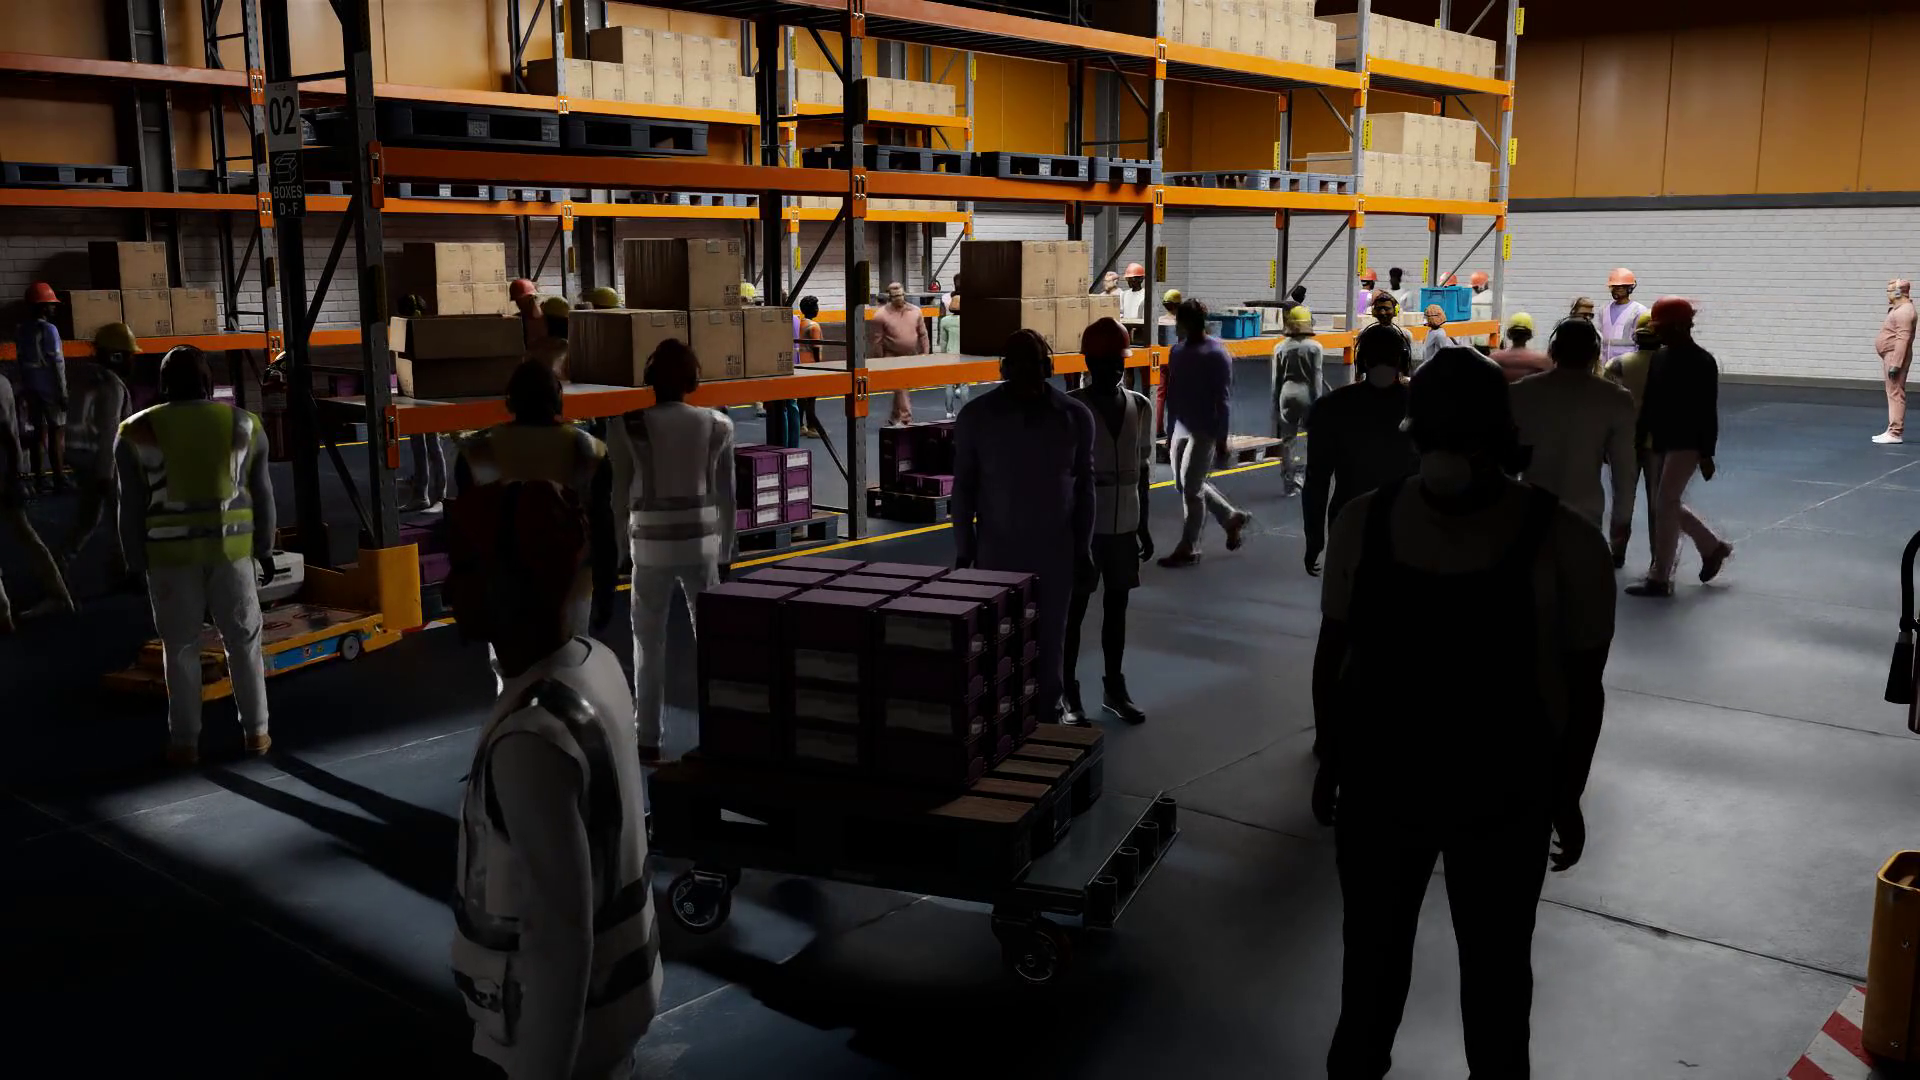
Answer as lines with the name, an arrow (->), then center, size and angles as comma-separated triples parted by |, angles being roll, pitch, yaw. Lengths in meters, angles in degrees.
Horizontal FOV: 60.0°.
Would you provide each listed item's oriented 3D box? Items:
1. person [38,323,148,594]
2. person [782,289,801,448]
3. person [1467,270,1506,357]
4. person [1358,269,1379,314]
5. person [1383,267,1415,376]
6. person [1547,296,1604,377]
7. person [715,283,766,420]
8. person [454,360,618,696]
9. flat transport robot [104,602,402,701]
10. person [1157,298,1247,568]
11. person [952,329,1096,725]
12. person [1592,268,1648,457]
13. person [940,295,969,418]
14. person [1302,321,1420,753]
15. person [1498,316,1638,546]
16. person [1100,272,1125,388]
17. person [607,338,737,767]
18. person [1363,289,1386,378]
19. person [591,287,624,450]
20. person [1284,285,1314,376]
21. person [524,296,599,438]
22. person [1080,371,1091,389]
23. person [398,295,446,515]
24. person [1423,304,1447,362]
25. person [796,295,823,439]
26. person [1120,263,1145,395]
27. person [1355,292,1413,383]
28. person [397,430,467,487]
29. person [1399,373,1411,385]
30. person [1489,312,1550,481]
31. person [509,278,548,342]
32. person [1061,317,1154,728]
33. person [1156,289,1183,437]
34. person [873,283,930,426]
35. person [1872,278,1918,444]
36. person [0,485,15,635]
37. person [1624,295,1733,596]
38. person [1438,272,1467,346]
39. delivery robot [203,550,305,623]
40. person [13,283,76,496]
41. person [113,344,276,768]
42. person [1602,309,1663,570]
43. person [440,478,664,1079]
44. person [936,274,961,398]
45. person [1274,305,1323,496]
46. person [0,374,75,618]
person -> -5.635, -0.508, 10.776 | 0.603, 1.780, 0.726 | 9, 13, 40
person -> -1.892, -1.761, 17.700 | 0.388, 1.842, 0.564 | 5, 11, 27
person -> 7.338, -2.762, 23.085 | 0.652, 1.951, 0.692 | -3, 10, -14
person -> 6.220, -3.175, 25.476 | 0.360, 1.936, 0.552 | -7, 12, -35
person -> 7.102, -3.492, 27.261 | 0.633, 1.944, 0.425 | 9, 14, 43
person -> 5.646, -1.343, 15.413 | 0.519, 1.824, 0.575 | -1, 10, -6
person -> -2.813, -2.440, 21.672 | 0.811, 1.808, 0.593 | -4, 11, -21
person -> -1.682, 0.191, 6.662 | 0.623, 1.817, 0.761 | -3, 10, -16
flat transport robot -> -3.739, 0.570, 8.895 | 0.652, 0.197, 1.431 | 4, 11, 22
person -> 1.759, -0.767, 11.865 | 0.756, 1.917, 0.631 | -5, 11, -27
person -> 0.288, 0.028, 7.330 | 0.644, 1.907, 0.400 | -1, 10, -5
person -> 6.995, -1.865, 17.722 | 0.371, 2.044, 0.608 | -6, 12, -33
person -> -0.022, -2.420, 22.040 | 0.499, 1.634, 0.279 | 5, 11, 25
person -> 1.835, 0.003, 7.383 | 0.635, 1.937, 0.354 | 1, 10, 5
person -> 3.063, -0.159, 8.357 | 0.655, 1.914, 0.801 | 6, 12, 32
person -> 2.226, -3.011, 24.686 | 0.447, 1.909, 0.674 | -9, 13, -41
person -> -1.236, 0.078, 7.181 | 0.632, 1.878, 0.436 | -5, 11, -27
person -> 6.250, -2.930, 24.939 | 0.307, 1.637, 0.525 | -7, 12, -36
person -> -3.103, -1.271, 14.698 | 0.456, 1.909, 0.618 | -10, 14, -44
person -> 5.073, -2.975, 25.028 | 0.538, 1.696, 0.317 | 7, 12, 35
person -> -3.222, -1.002, 13.302 | 0.617, 1.873, 1.011 | 6, 12, 32
person -> 1.687, -2.558, 22.953 | 0.518, 1.592, 0.893 | -1, 10, -4
person -> -4.580, -1.146, 14.135 | 0.517, 1.865, 0.334 | 7, 12, 35
person -> 5.327, -1.830, 18.716 | 0.286, 1.629, 0.497 | 0, 10, 0
person -> -1.804, -2.057, 19.796 | 0.321, 1.696, 0.536 | -6, 12, -32
person -> 2.412, -2.792, 22.998 | 0.379, 2.041, 0.616 | -9, 14, -43
person -> 3.751, -1.267, 14.803 | 0.520, 1.873, 0.328 | 3, 11, 19
person -> -4.843, -1.256, 15.555 | 0.878, 1.586, 0.513 | -2, 10, -11
person -> 3.052, -0.613, 11.875 | 0.532, 1.604, 0.824 | 7, 12, 36
person -> 4.717, -1.068, 14.119 | 0.526, 1.722, 0.924 | 6, 11, 30
person -> -4.158, -1.562, 16.219 | 0.611, 1.956, 0.554 | 0, 10, -1
person -> 0.675, -0.078, 7.843 | 0.551, 1.937, 0.357 | -4, 11, -23
person -> 2.515, -2.084, 19.746 | 0.522, 1.772, 0.303 | 9, 14, 43
person -> -0.741, -2.222, 20.341 | 0.643, 1.847, 1.030 | -5, 11, -27
person -> 10.803, -2.063, 19.245 | 0.401, 1.904, 0.649 | 6, 11, 29
person -> -5.946, -0.340, 9.785 | 0.996, 1.788, 0.614 | 4, 11, 21
person -> 4.762, -0.622, 10.885 | 0.791, 1.959, 0.632 | -1, 10, -7
person -> 6.667, -2.696, 22.785 | 0.545, 1.932, 0.386 | 9, 13, 40
delivery robot -> -4.236, 0.221, 9.812 | 0.477, 0.478, 0.707 | 6, 12, 30
person -> -8.343, -1.373, 15.213 | 0.542, 1.939, 0.363 | 5, 11, 27
person -> -3.329, 0.068, 7.287 | 0.634, 1.841, 0.429 | -6, 12, -32
person -> 4.802, -0.700, 11.680 | 0.591, 1.834, 0.404 | 6, 12, 32
person -> -0.690, 0.827, 2.852 | 0.354, 1.881, 0.576 | -1, 10, -5
person -> -0.032, -3.089, 25.201 | 0.592, 1.867, 0.990 | 3, 10, 16
person -> 3.085, -1.263, 15.140 | 0.497, 1.729, 0.384 | 7, 12, 36
person -> -5.833, -0.386, 9.941 | 0.892, 1.819, 0.493 | -6, 12, -31
